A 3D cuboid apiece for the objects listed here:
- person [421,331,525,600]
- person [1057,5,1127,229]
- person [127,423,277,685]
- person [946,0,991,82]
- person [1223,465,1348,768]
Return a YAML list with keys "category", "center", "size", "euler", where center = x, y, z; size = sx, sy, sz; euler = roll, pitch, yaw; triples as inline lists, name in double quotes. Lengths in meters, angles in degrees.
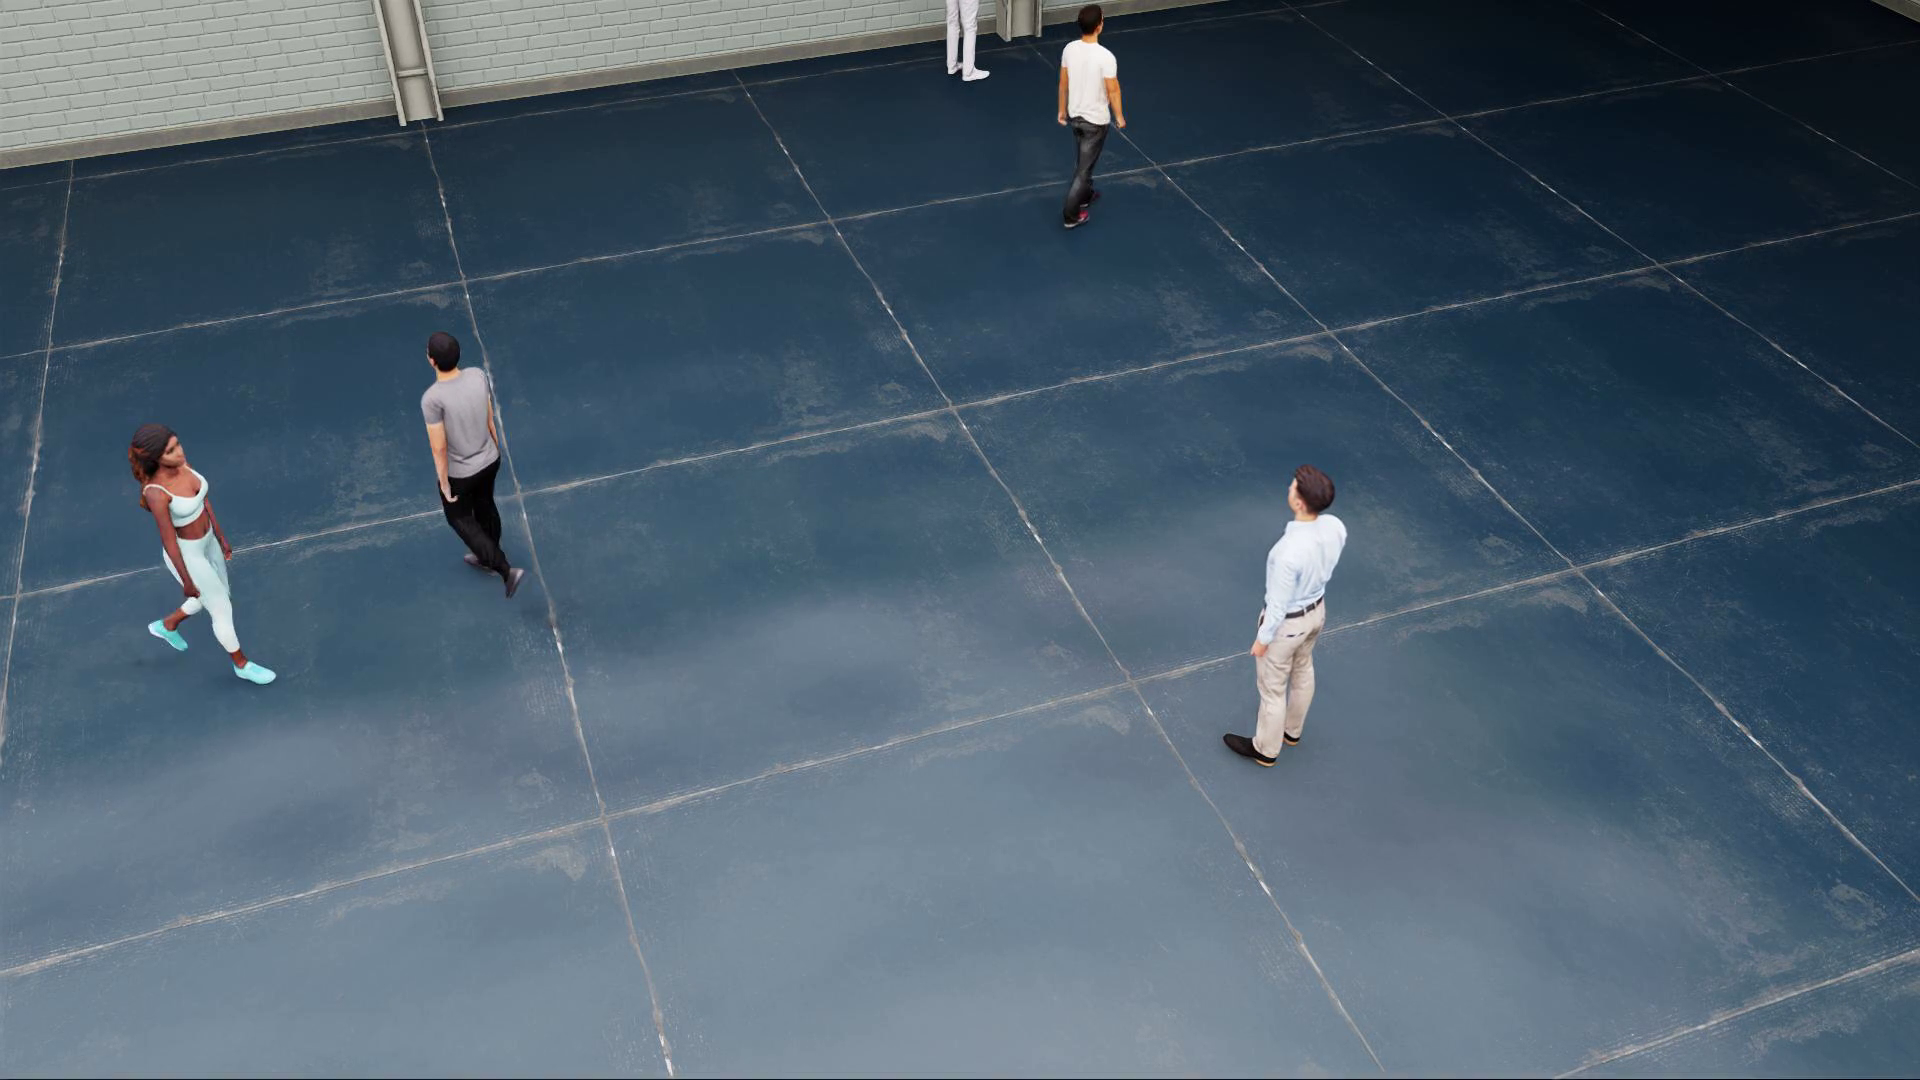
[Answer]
- category: "person"
  center: [-2.784, -0.411, 9.577]
  size: [0.977, 1.737, 0.973]
  euler: [23, 44, 27]
- category: "person"
  center: [0.965, -3.341, 13.286]
  size: [0.860, 1.783, 0.979]
  euler: [31, 48, 34]
- category: "person"
  center: [-4.192, 0.082, 8.969]
  size: [0.990, 1.710, 0.777]
  euler: [2, 38, 2]
- category: "person"
  center: [0.011, -5.298, 15.702]
  size: [0.701, 1.887, 0.726]
  euler: [-28, 46, -31]
- category: "person"
  center: [1.681, 0.399, 8.451]
  size: [0.680, 1.848, 0.796]
  euler: [-30, 47, -33]
